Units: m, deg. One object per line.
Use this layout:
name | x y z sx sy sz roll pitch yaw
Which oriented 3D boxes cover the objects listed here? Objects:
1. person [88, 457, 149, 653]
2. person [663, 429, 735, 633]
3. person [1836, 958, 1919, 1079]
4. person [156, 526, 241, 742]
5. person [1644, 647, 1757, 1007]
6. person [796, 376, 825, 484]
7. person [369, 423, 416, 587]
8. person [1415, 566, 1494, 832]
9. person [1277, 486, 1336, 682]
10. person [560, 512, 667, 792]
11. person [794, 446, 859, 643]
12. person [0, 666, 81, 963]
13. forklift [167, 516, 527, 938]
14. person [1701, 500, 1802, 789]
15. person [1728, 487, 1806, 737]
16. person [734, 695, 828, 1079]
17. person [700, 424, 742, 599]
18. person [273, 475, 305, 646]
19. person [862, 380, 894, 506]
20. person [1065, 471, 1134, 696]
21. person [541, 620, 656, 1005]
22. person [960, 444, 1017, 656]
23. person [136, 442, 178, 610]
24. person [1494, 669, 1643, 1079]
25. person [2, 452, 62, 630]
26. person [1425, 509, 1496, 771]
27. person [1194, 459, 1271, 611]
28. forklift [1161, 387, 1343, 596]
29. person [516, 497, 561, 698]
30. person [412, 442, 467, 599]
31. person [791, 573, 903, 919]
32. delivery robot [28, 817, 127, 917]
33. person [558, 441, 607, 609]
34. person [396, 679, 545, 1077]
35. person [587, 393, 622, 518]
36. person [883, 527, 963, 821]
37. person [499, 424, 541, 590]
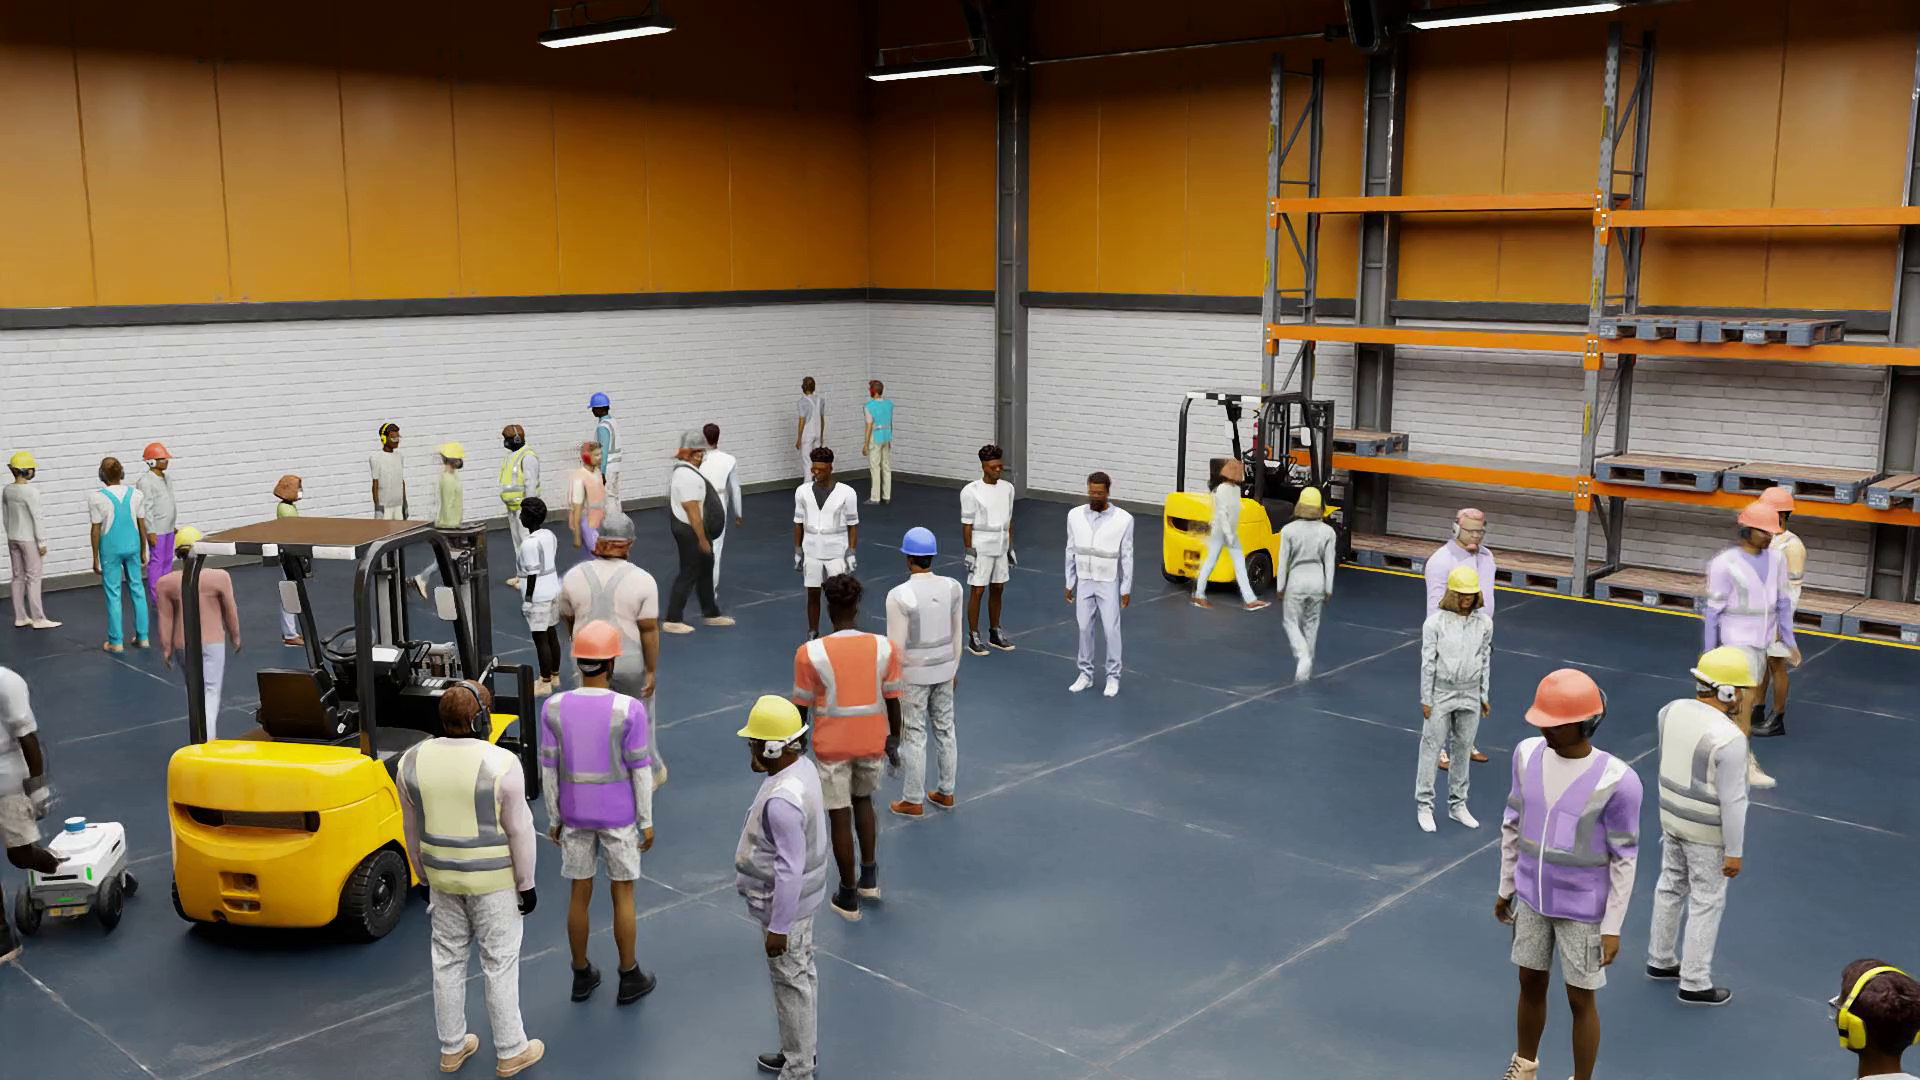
person | -7.863 0.135 15.568 0.346 1.838 0.500 9 13 40
person | -2.611 -0.109 16.363 0.605 2.000 0.685 -1 10 -6
person | 2.460 2.056 4.565 0.511 1.862 0.324 -2 10 -9
person | -5.627 0.765 12.266 0.526 1.732 0.845 -2 10 -11
person | 3.706 1.420 8.299 0.403 1.818 0.603 -2 10 -11
person | -2.263 -1.546 25.100 0.335 1.845 0.513 9 13 42
person | -6.261 -0.361 18.333 0.334 1.860 0.507 4 11 23
person | 3.218 1.022 10.771 0.487 1.743 0.315 -2 10 -12
person | 3.000 0.398 14.369 0.494 1.722 0.579 0 10 -3
person | -2.320 0.778 11.315 0.699 2.000 0.917 1 10 7
person | -1.245 0.107 15.344 0.618 1.963 0.361 2 10 14
person | -5.092 1.272 8.816 0.686 1.933 0.739 1 10 7
forklift | -3.583 0.976 9.748 1.214 2.155 2.313 2 10 11
person | 5.629 0.697 11.928 0.620 2.034 0.809 -4 11 -21
person | 6.258 0.554 12.885 0.360 1.938 0.542 -1 10 -6
person | -0.787 1.578 7.351 0.404 1.829 0.600 0 10 1
person | -2.667 -0.325 18.035 0.627 1.877 0.920 0 10 3
person | -6.352 0.189 15.825 0.278 1.631 0.505 -4 11 -24
person | -1.196 -1.425 24.401 0.389 1.849 0.566 8 13 38
person | 1.177 0.359 14.076 0.593 1.911 0.383 5 11 25
person | -1.792 1.356 8.324 0.551 1.932 0.378 1 10 8
person | 0.278 0.082 15.491 0.607 1.966 0.367 -8 13 -39
person | -8.338 -0.145 17.375 0.323 1.755 0.563 0 10 -2
person | 2.532 1.531 7.047 0.392 2.035 0.605 -7 12 -36
person | -9.246 0.005 16.495 0.526 1.768 0.331 5 11 26
person | 3.660 0.712 12.083 0.651 1.902 0.403 -7 12 -33
person | 2.814 -0.043 17.295 0.857 1.582 0.517 8 13 39
forklift | 3.298 -0.608 18.767 1.214 2.155 2.313 9 13 42
person | -3.550 0.477 14.006 0.321 1.697 0.529 1 10 6
person | -5.425 -0.169 17.551 0.667 1.745 0.530 -3 10 -16
person | -0.661 1.151 9.450 0.630 1.941 0.565 -5 11 -26
delivery robot | -4.982 1.810 9.399 0.477 0.478 0.707 -2 10 -13
person | -3.846 -0.122 17.063 0.792 1.823 0.580 1 10 5
person | -2.206 1.536 7.570 0.627 1.844 0.429 2 10 12
person | -4.525 -0.914 21.246 0.416 1.939 0.604 0 10 0
person | -0.247 0.879 10.998 0.604 1.949 0.389 -8 12 -37
person | -4.894 -0.377 18.509 0.429 1.830 0.636 -7 12 -36
